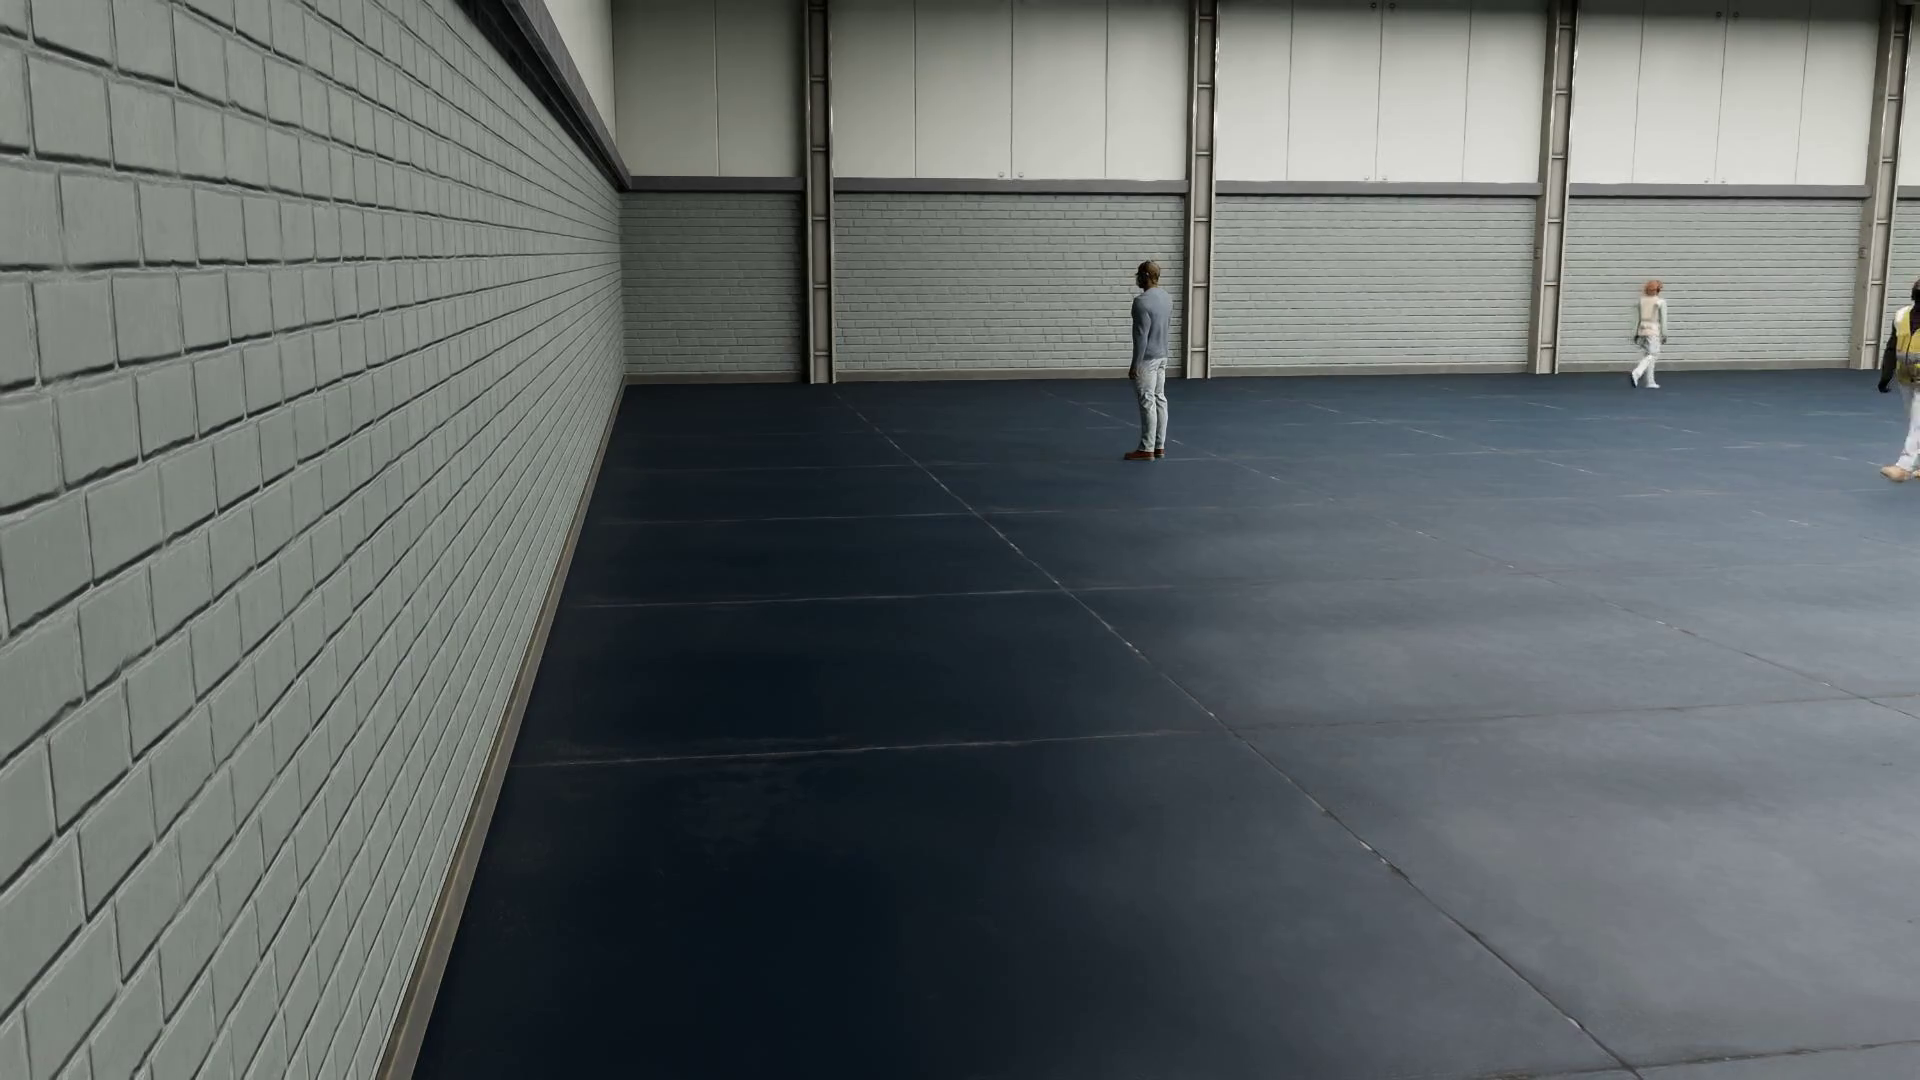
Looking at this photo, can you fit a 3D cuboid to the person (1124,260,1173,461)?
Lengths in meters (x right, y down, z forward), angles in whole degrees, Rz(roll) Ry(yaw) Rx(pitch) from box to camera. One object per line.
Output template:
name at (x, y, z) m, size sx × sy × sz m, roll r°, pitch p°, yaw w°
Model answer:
person at (1.827, -1.736, 16.132) m, size 0.372 × 1.940 × 0.631 m, roll 6°, pitch 12°, yaw 31°

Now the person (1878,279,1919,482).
person at (8.433, -1.409, 14.678) m, size 0.860 × 1.794 × 0.635 m, roll -4°, pitch 11°, yaw -21°

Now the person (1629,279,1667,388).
person at (10.092, -3.017, 24.414) m, size 0.671 × 1.613 × 0.522 m, roll -5°, pitch 11°, yaw -25°
